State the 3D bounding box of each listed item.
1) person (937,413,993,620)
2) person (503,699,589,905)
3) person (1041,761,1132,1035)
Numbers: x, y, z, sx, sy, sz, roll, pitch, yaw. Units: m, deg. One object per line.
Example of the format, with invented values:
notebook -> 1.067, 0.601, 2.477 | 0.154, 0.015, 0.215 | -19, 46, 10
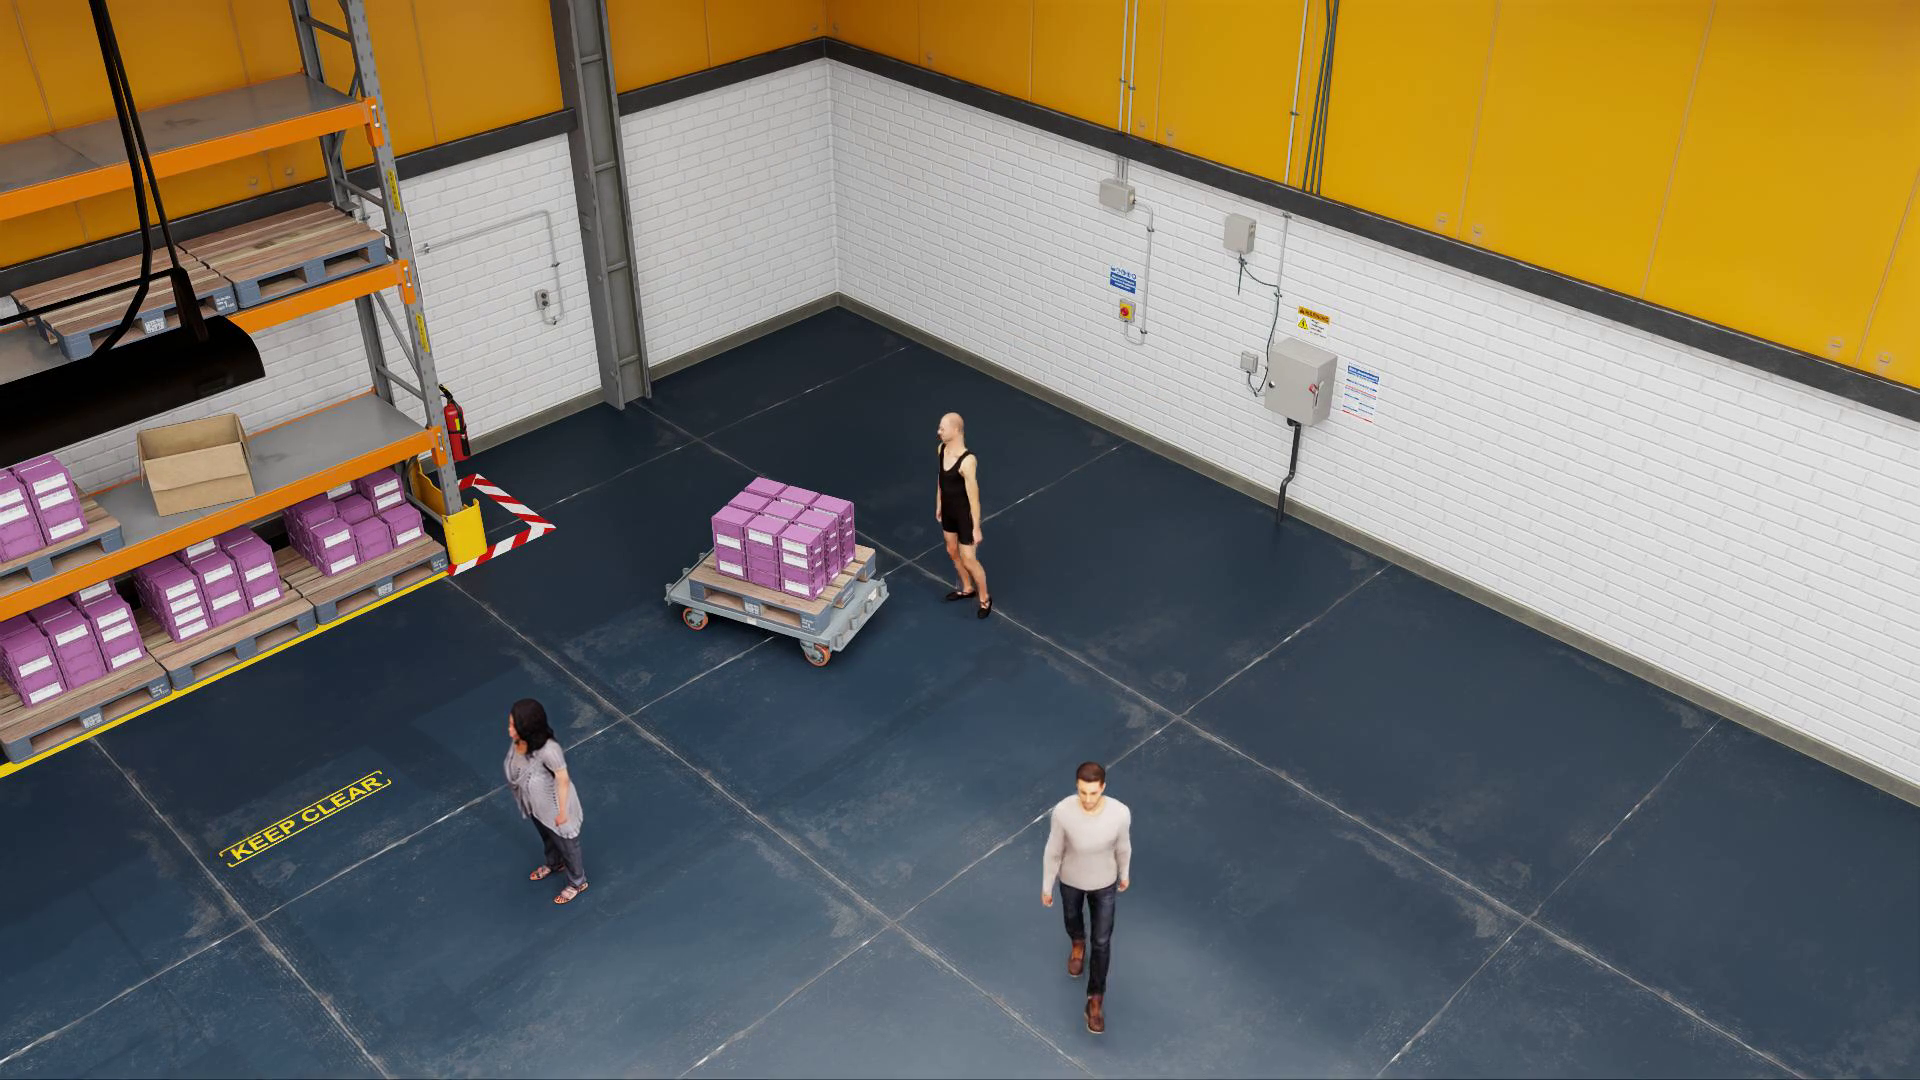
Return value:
person -> 0.043, -0.199, 13.503 | 0.664, 1.794, 0.794 | -25, 41, -33
person -> -2.695, 1.664, 10.868 | 0.646, 1.609, 0.623 | -27, 42, -35
person -> 0.780, 2.003, 10.157 | 1.059, 1.831, 1.161 | 3, 34, 5
